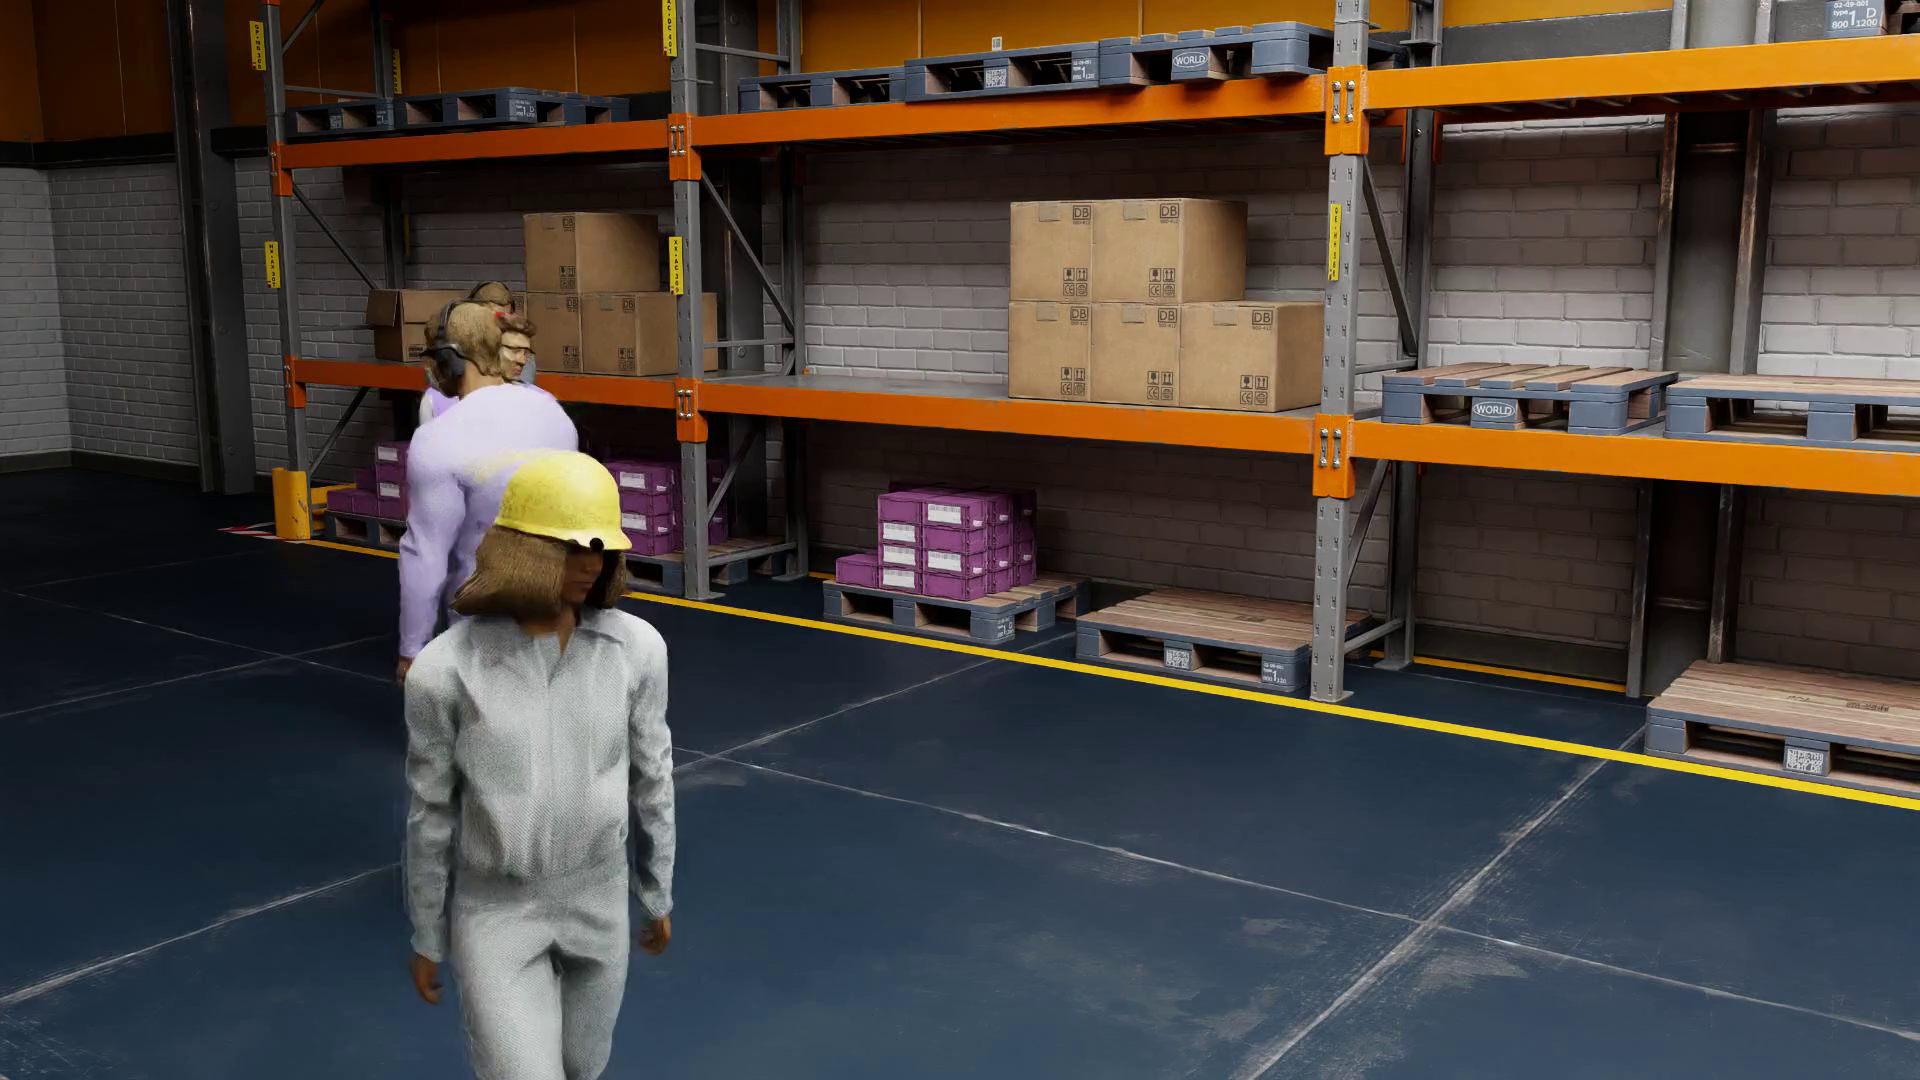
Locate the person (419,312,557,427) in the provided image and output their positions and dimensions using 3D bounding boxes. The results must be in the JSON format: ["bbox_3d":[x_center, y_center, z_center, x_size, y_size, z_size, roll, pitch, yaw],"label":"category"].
[{"bbox_3d":[-1.853,0.009,6.631,0.605,1.816,0.564,-8,12,-38],"label":"person"}]

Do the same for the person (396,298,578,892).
[{"bbox_3d":[-1.444,0.247,4.952,0.800,1.908,0.643,4,10,22],"label":"person"}]

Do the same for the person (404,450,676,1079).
[{"bbox_3d":[-0.804,0.659,3.146,0.490,1.707,0.807,-6,11,-33],"label":"person"}]

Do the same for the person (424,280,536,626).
[{"bbox_3d":[-2.205,-0.250,7.846,0.370,1.934,0.627,6,11,31],"label":"person"}]
